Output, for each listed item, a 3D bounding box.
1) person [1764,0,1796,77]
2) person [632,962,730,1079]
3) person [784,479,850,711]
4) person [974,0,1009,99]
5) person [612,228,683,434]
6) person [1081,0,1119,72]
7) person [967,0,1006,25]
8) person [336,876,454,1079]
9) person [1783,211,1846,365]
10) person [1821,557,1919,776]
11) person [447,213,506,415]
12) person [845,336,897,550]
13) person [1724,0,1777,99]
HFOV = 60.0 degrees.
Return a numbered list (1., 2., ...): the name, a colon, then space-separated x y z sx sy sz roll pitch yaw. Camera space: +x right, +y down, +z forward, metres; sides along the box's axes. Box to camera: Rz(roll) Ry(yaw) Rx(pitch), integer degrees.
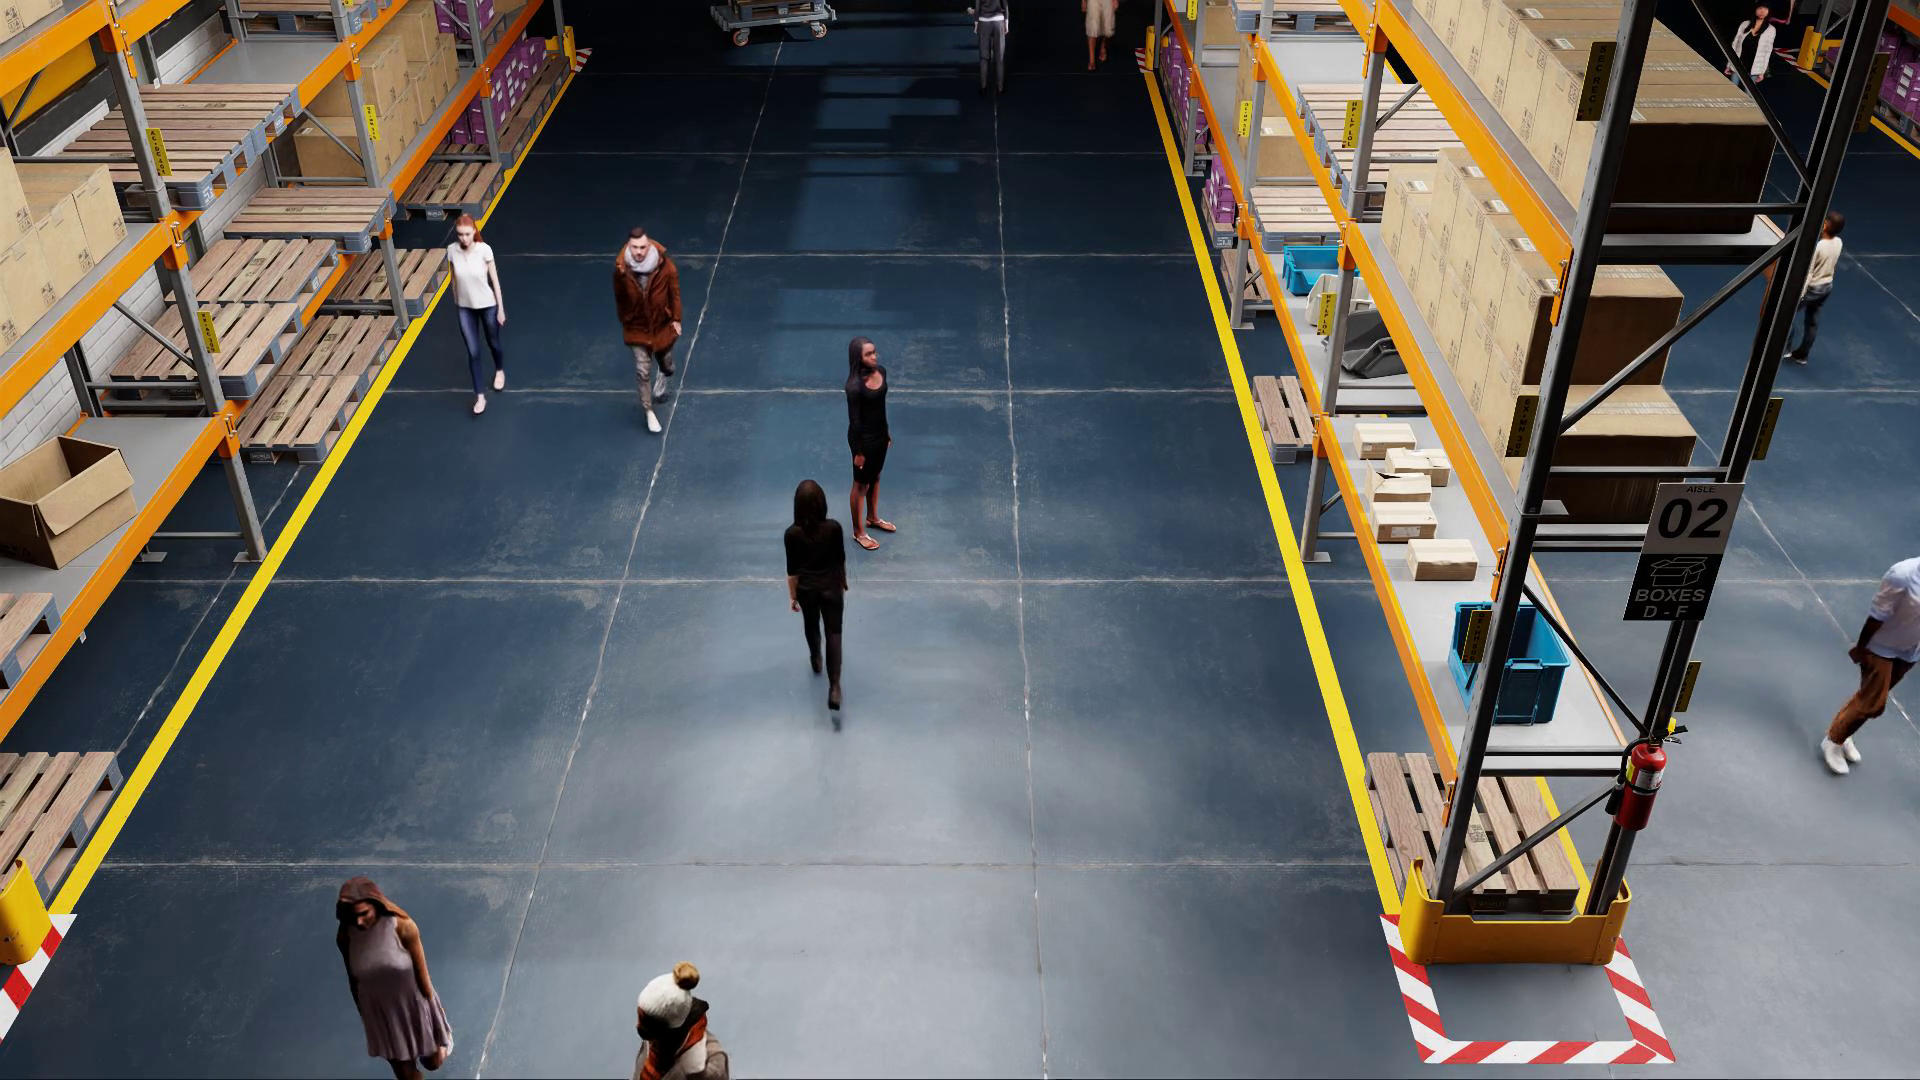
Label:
1. person: 10.913 -7.061 22.300 0.546 1.516 0.995 1 34 1
2. person: -1.130 2.559 7.531 1.199 1.843 1.232 -22 39 -29
3. person: -0.920 0.377 11.017 0.605 1.618 1.055 -2 34 -4
4. person: 0.399 -6.589 21.352 0.582 1.781 0.469 0 34 0
5. person: -2.651 -1.849 14.191 0.845 1.812 1.078 -5 34 -7
6. person: 1.881 -7.293 22.352 0.686 1.844 0.798 5 34 7
7. person: 0.526 -8.308 24.042 0.947 1.664 0.984 13 36 19
8. person: -2.708 2.230 8.108 0.626 1.754 0.869 -2 34 -4
9. person: 7.818 -2.255 15.128 0.620 1.451 0.639 -10 35 -15
10. person: 5.848 0.620 10.489 0.757 1.798 0.720 -4 34 -6
11. person: -4.194 -2.054 14.592 0.630 1.709 0.983 -2 34 -3
12. person: -0.694 -0.761 12.637 0.745 1.721 0.614 17 37 24
13. person: 9.587 -5.770 20.248 0.708 1.637 0.739 23 40 30
